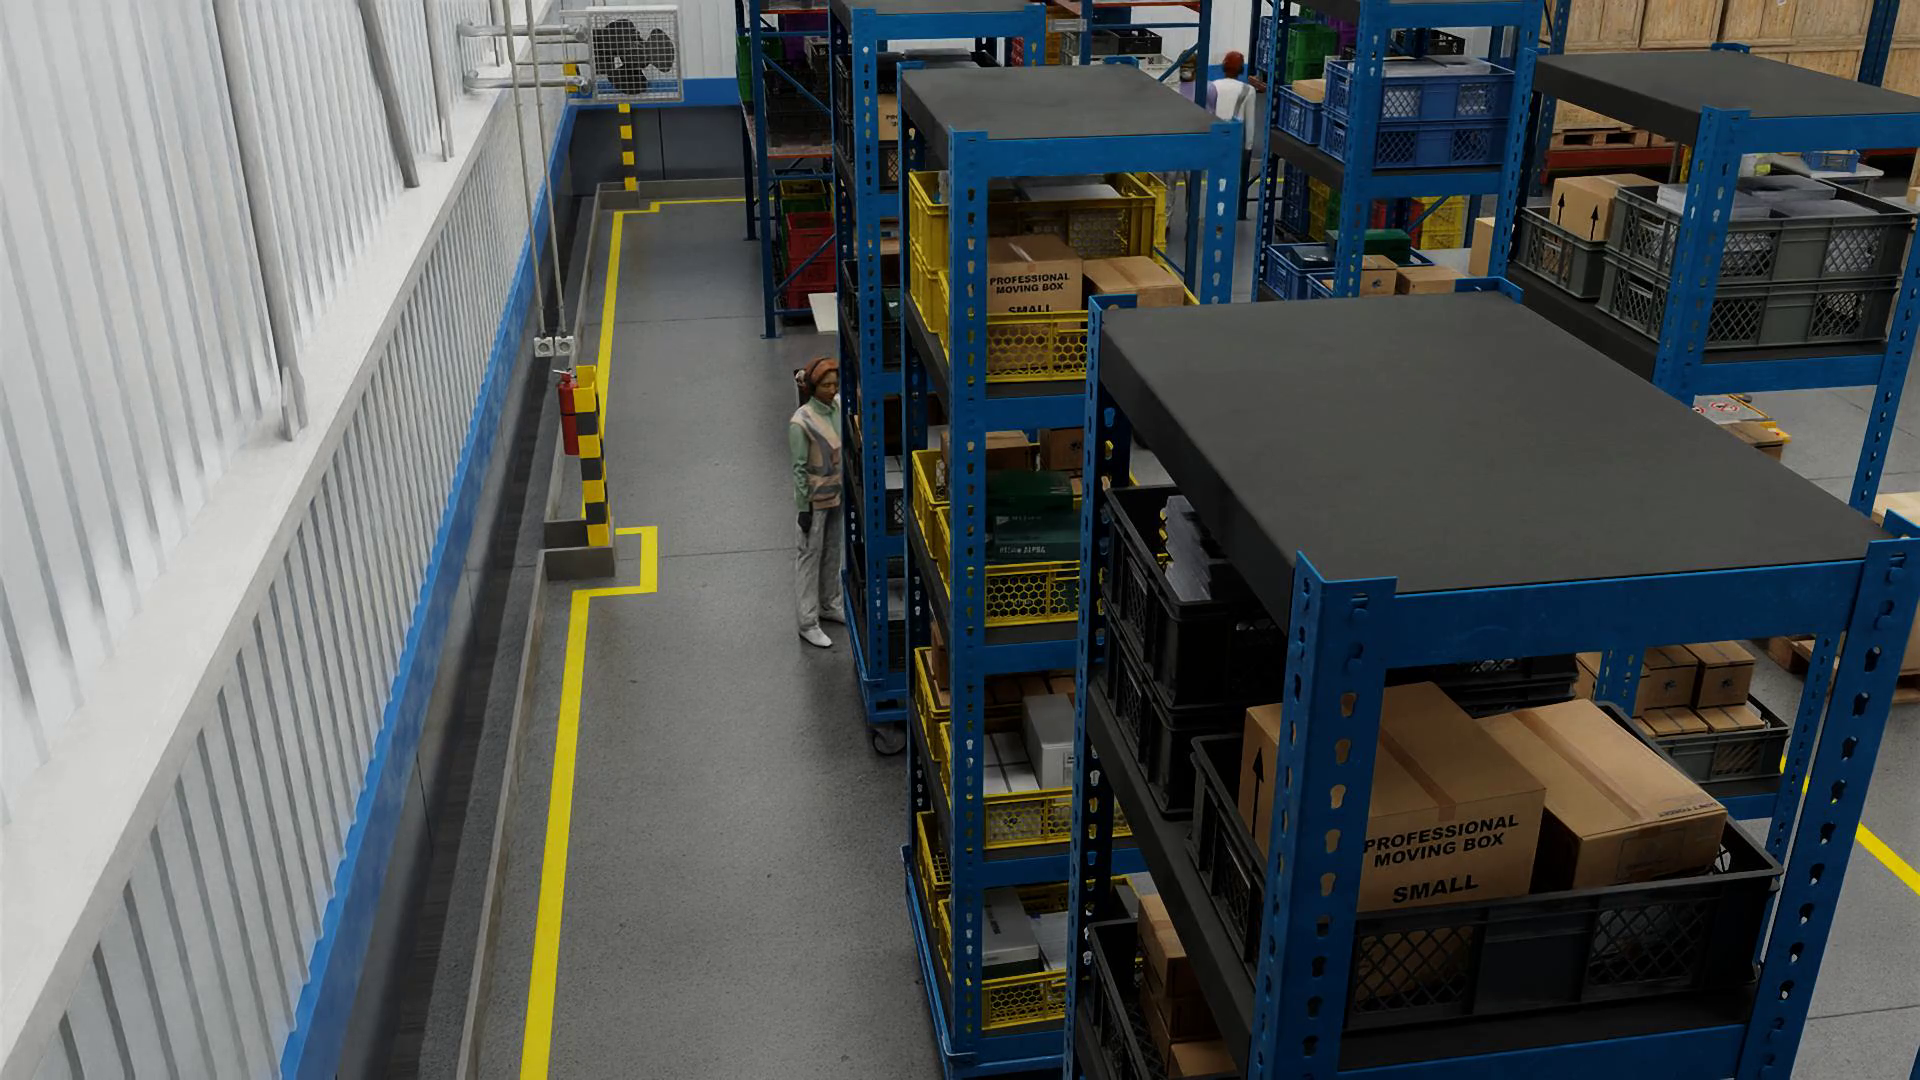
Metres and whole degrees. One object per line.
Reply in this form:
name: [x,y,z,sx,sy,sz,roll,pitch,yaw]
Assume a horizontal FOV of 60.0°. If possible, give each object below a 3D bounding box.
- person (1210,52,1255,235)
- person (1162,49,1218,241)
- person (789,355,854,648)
person: [2.778,-4.177,17.502,0.571,1.847,0.860,11,27,22]
person: [2.300,-4.059,17.114,0.629,1.937,0.373,7,26,16]
person: [-0.744,-0.225,9.130,0.312,1.636,0.518,13,28,26]
